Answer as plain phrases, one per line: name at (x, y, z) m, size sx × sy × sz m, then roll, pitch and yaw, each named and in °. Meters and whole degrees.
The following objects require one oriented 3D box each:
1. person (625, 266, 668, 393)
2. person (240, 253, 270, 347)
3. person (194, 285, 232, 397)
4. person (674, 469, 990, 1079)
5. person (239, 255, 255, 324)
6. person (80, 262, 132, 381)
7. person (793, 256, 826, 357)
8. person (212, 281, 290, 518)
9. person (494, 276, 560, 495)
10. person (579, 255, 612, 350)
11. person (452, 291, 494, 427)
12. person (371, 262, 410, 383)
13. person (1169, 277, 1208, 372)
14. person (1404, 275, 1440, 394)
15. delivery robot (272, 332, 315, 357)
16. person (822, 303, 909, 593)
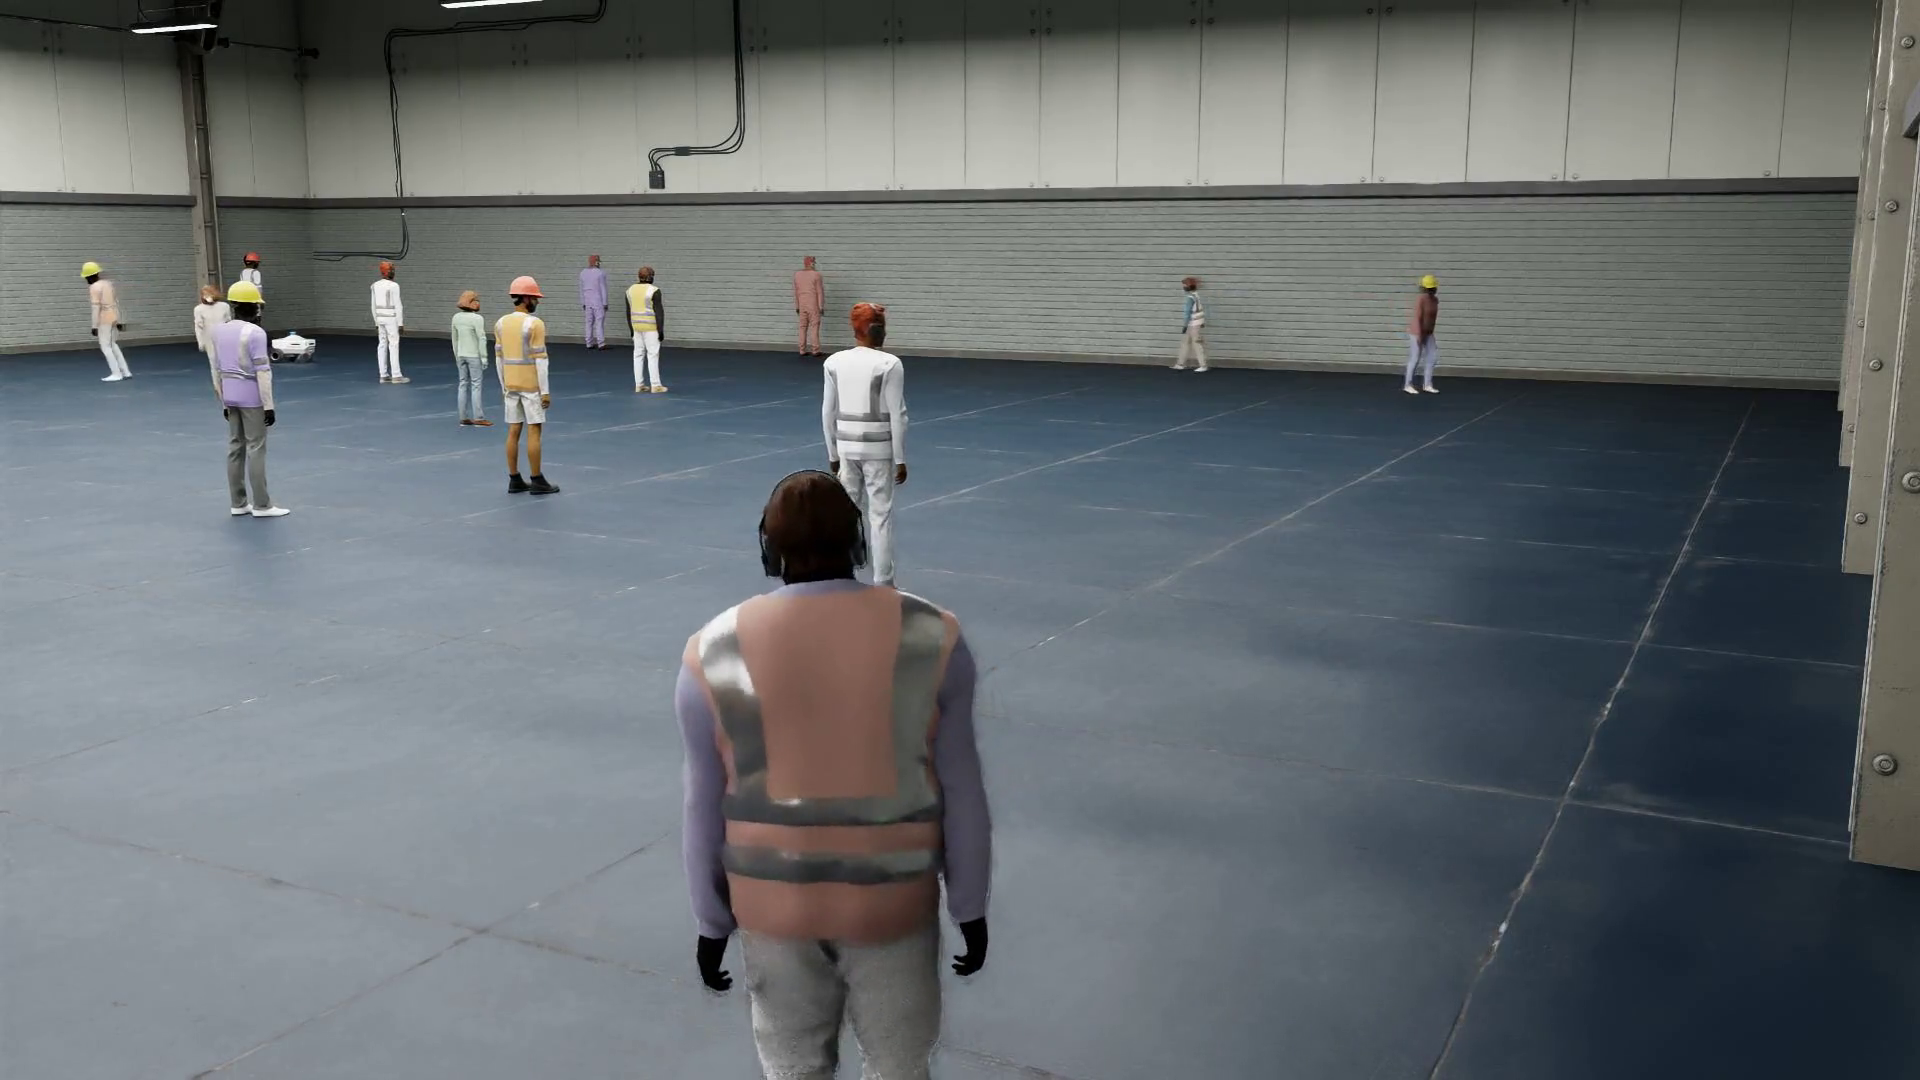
person at (-4.585, -3.079, 24.380) m, size 0.625 × 1.843 × 0.430 m, roll 6°, pitch 12°, yaw 29°
person at (-14.537, -4.938, 34.260) m, size 0.548 × 1.934 × 0.376 m, roll 6°, pitch 12°, yaw 29°
person at (-10.562, -2.812, 23.581) m, size 0.527 × 1.587 × 0.505 m, roll -7°, pitch 12°, yaw -33°
person at (-0.264, 0.771, 3.462) m, size 0.647 × 1.812 × 0.578 m, roll 0°, pitch 10°, yaw -2°
person at (-15.462, -5.272, 36.259) m, size 0.514 × 1.871 × 0.327 m, roll 6°, pitch 12°, yaw 29°
person at (-13.522, -3.444, 26.267) m, size 0.498 × 1.878 × 0.648 m, roll -1°, pitch 10°, yaw -6°
person at (-2.845, -4.436, 31.613) m, size 0.643 × 1.905 × 0.399 m, roll 6°, pitch 12°, yaw 29°
person at (-5.809, -1.141, 13.577) m, size 0.590 × 1.926 × 0.388 m, roll 6°, pitch 12°, yaw 29°
person at (-3.858, -1.368, 14.793) m, size 0.548 × 1.934 × 0.376 m, roll 6°, pitch 12°, yaw 29°
person at (-7.334, -4.782, 33.488) m, size 0.643 × 1.908 × 0.399 m, roll 6°, pitch 12°, yaw 29°
person at (-5.894, -2.180, 20.041) m, size 0.502 × 1.632 × 0.279 m, roll 6°, pitch 12°, yaw 29°
person at (-8.900, -3.381, 25.915) m, size 0.576 × 1.881 × 0.354 m, roll 6°, pitch 12°, yaw 29°
person at (3.848, -3.614, 27.954) m, size 0.741 × 1.588 × 0.574 m, roll 2°, pitch 11°, yaw 8°
person at (6.689, -2.952, 23.993) m, size 0.540 × 1.724 × 0.647 m, roll -7°, pitch 12°, yaw -33°
delivery robot at (-12.017, -3.513, 30.002) m, size 0.707 × 0.478 × 0.477 m, roll 1°, pitch 11°, yaw 8°
person at (-0.581, -0.530, 10.367) m, size 0.576 × 1.881 × 0.354 m, roll 6°, pitch 12°, yaw 29°
